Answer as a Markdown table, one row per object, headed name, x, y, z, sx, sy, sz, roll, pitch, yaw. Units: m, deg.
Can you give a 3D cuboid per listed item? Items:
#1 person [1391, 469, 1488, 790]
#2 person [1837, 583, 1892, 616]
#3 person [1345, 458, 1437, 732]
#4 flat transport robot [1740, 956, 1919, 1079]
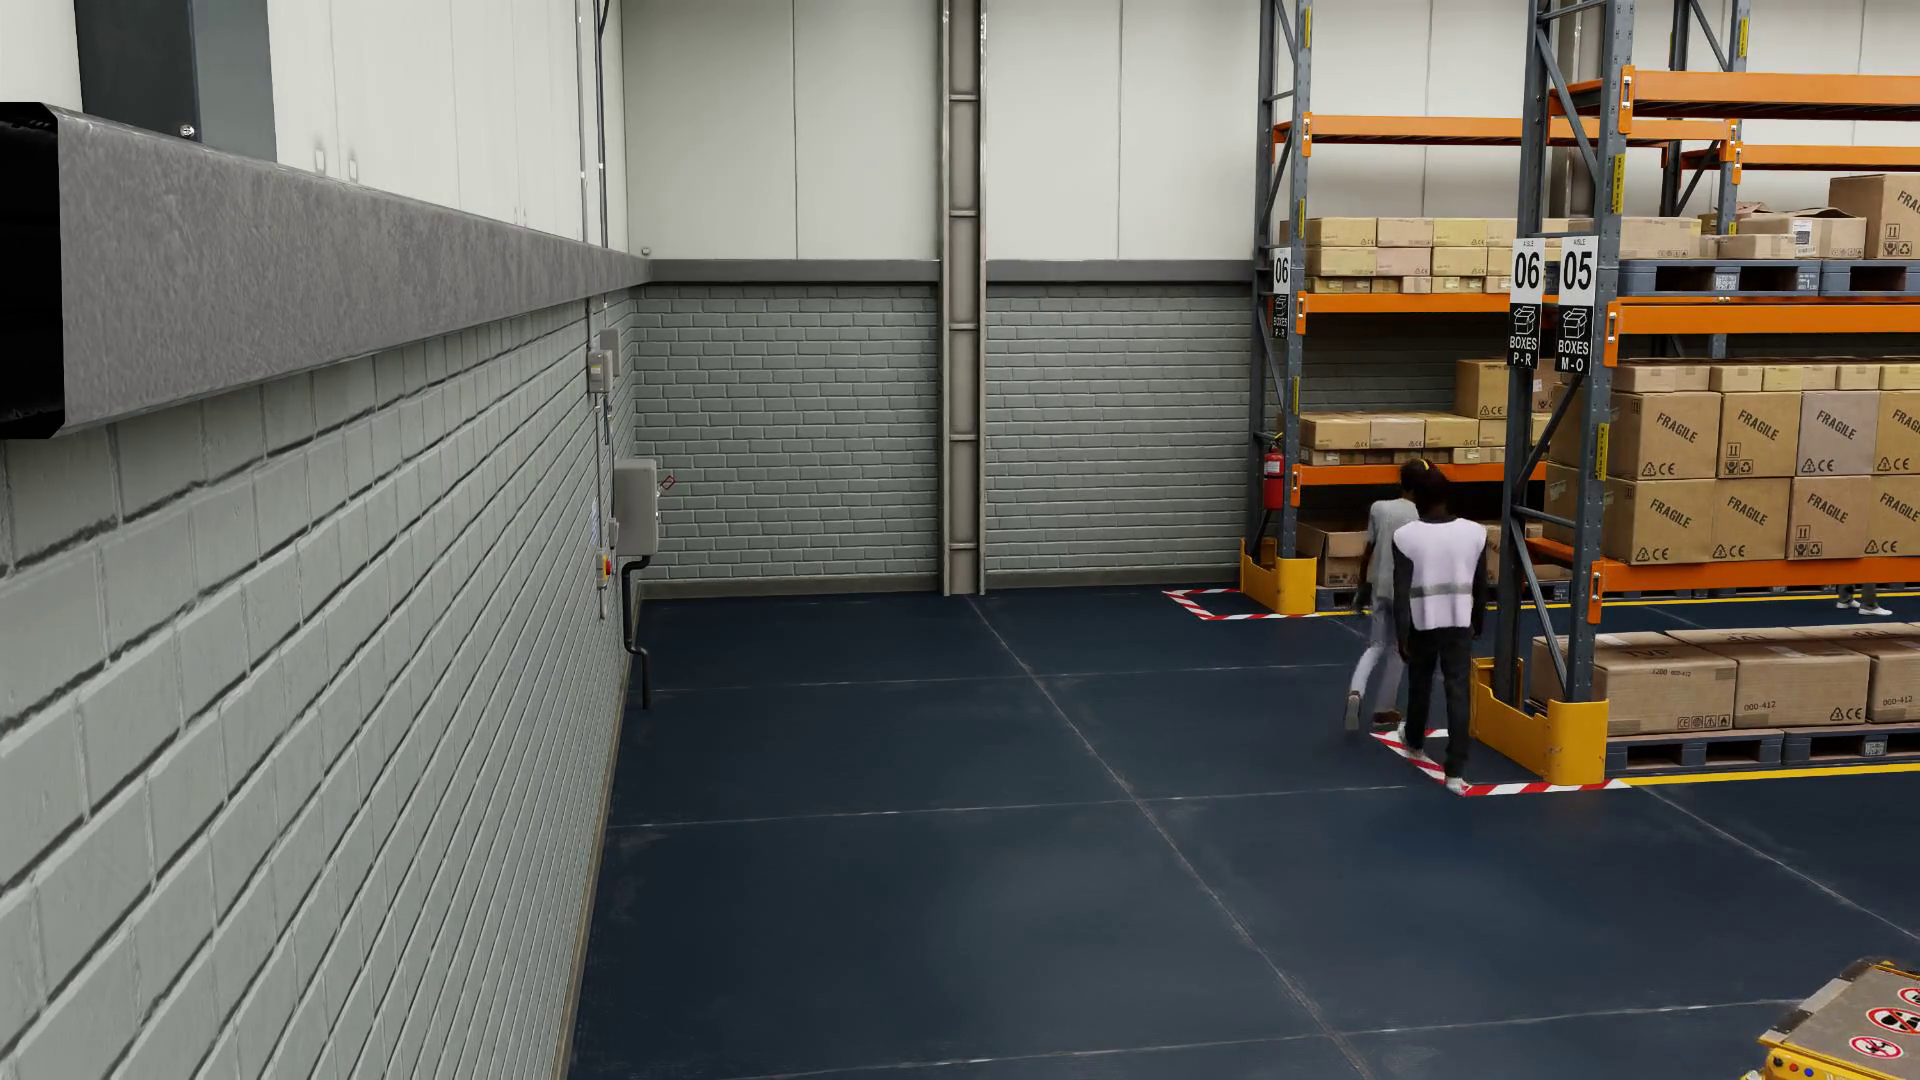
| name | x | y | z | sx | sy | sz | roll | pitch | yaw |
| --- | --- | --- | --- | --- | --- | --- | --- | --- | --- |
| person | 2.874 | 0.498 | 9.994 | 0.622 | 1.848 | 1.055 | 1 | 9 | 3 |
| person | 8.071 | -0.291 | 14.683 | 0.404 | 1.918 | 0.589 | -2 | 9 | -10 |
| person | 2.802 | 0.371 | 10.829 | 0.568 | 1.828 | 0.696 | 8 | 12 | 42 |
| flat transport robot | 3.474 | 1.906 | 6.185 | 1.431 | 0.197 | 0.652 | -9 | 13 | -43 |
